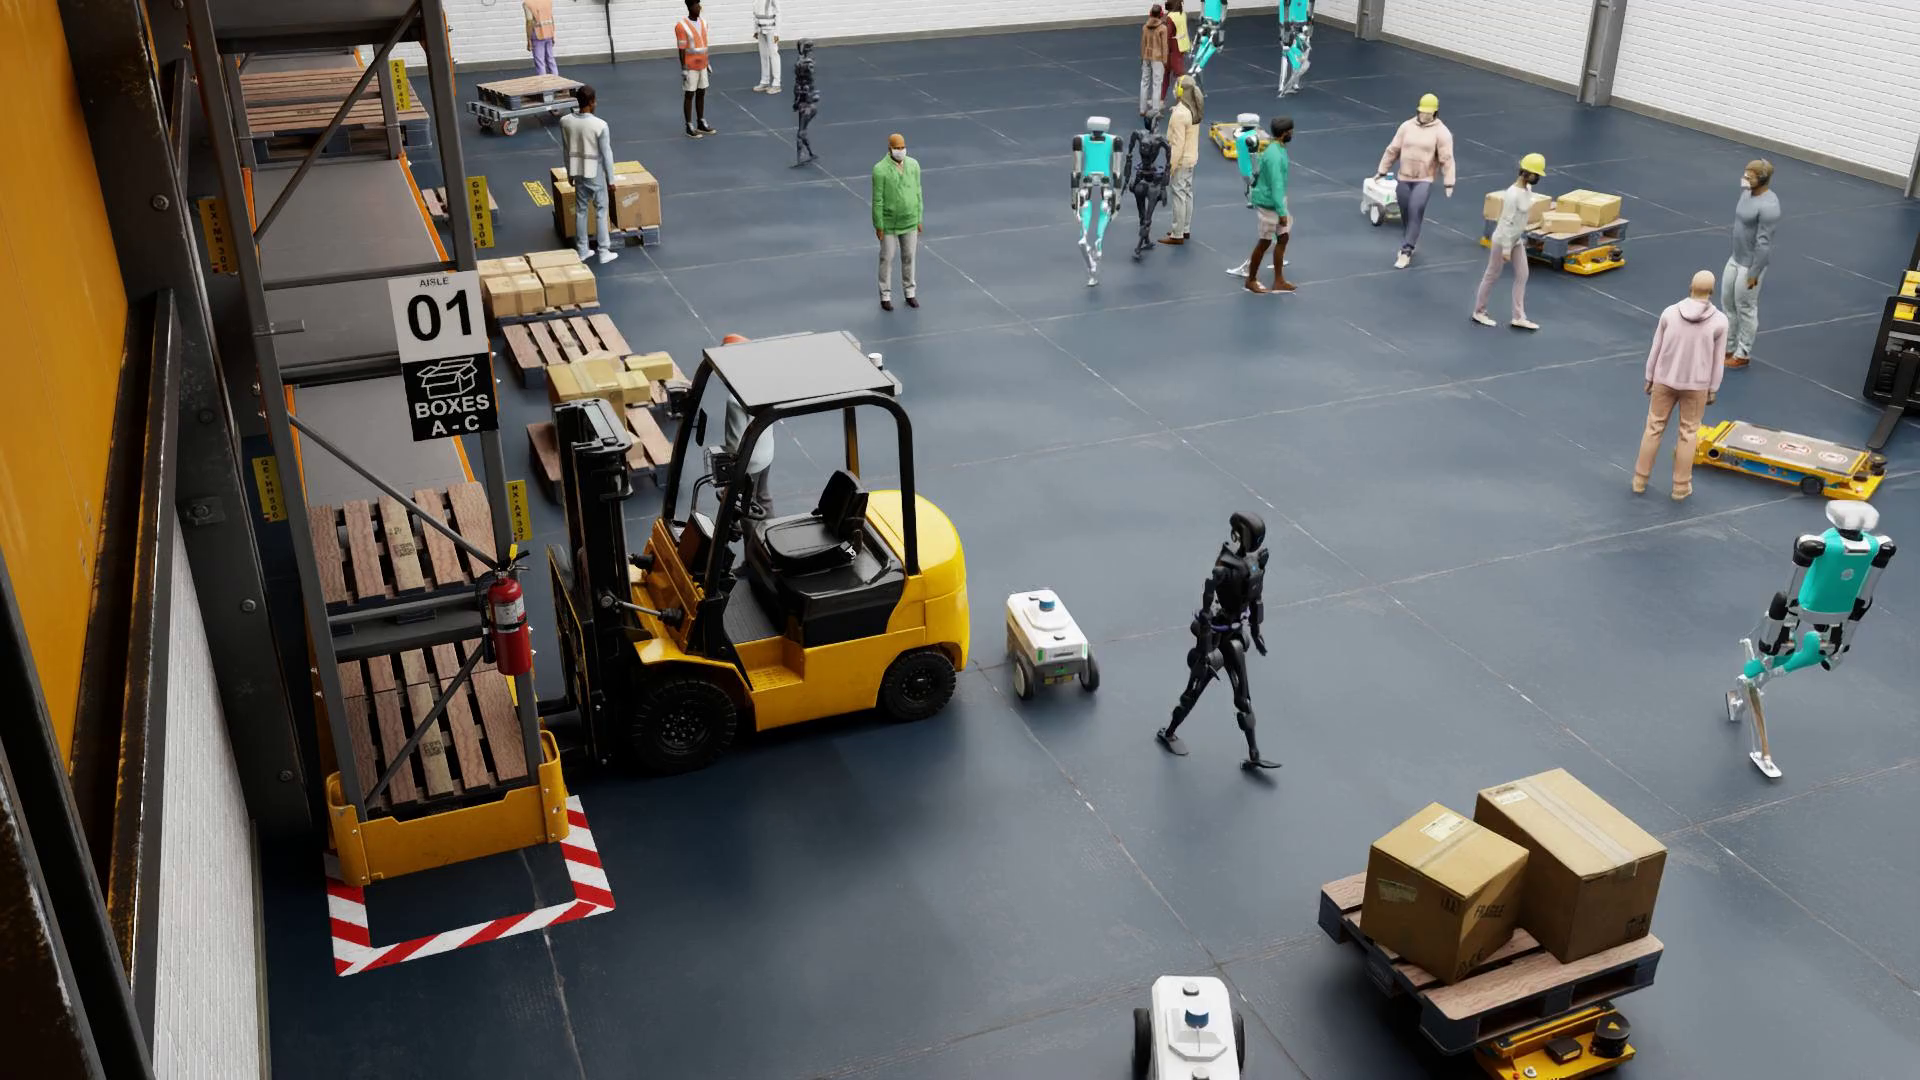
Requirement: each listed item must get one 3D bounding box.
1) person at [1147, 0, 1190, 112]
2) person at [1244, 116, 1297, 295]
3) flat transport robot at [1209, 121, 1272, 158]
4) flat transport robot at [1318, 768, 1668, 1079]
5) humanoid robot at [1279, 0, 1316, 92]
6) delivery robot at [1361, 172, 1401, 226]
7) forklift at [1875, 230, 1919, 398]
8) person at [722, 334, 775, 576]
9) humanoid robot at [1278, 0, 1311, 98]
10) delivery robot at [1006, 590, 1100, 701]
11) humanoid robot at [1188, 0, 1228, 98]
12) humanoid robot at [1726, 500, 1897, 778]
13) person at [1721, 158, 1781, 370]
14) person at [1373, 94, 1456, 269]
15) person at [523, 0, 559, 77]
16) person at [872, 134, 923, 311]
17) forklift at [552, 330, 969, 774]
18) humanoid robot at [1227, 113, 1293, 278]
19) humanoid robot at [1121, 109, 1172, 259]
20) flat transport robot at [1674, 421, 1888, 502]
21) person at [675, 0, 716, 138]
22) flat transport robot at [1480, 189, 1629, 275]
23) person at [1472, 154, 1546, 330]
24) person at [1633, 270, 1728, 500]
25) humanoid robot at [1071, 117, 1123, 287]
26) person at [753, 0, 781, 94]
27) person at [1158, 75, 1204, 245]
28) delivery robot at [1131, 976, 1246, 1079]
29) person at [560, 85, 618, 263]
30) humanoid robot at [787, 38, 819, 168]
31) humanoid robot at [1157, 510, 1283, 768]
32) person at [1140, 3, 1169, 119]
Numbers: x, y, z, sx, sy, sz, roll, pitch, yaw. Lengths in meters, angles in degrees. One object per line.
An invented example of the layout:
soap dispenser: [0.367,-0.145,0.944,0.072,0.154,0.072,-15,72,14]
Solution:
person: [3.122,-7.300,24.866,0.818,1.736,0.508,11,29,21]
person: [3.231,-3.405,17.025,0.550,1.827,0.596,8,28,15]
flat transport robot: [3.896,-5.527,22.982,0.659,0.231,1.431,-1,27,-2]
flat transport robot: [2.460,2.040,7.930,0.659,0.231,1.431,-11,29,-21]
humanoid robot: [5.240,-7.939,26.099,0.538,1.743,0.762,1,27,2]
delivery robot: [5.066,-4.051,19.725,0.499,0.592,0.792,-5,27,-10]
forklift: [9.029,-2.397,14.618,1.214,2.155,2.313,18,32,32]
person: [-1.479,-0.588,11.521,0.350,1.739,0.568,8,28,15]
humanoid robot: [5.230,-7.725,25.733,0.696,1.805,0.551,3,27,5]
delivery robot: [0.548,0.646,10.407,0.499,0.614,0.791,-7,28,-13]
humanoid robot: [3.733,-7.660,25.612,0.670,1.818,0.539,-21,33,-35]
humanoid robot: [4.673,0.468,9.456,0.558,1.800,0.935,-2,27,-4]
person: [7.153,-2.512,15.146,0.398,1.923,0.636,2,27,4]
person: [4.918,-3.904,18.016,0.823,1.835,0.621,20,33,34]
person: [-6.423,-7.701,25.562,0.378,1.836,0.564,16,31,28]
person: [-0.628,-3.180,16.644,0.534,1.778,0.390,-13,29,-24]
forklift: [-1.094,0.010,9.831,2.313,2.155,1.214,-10,28,-20]
humanoid robot: [3.303,-3.631,17.583,0.925,1.752,0.545,-5,27,-9]
humanoid robot: [2.033,-3.919,18.234,0.600,1.623,0.688,17,31,29]
flat transport robot: [6.552,-0.651,13.282,1.431,0.231,0.659,20,33,34]
person: [-3.716,-6.679,23.385,0.374,1.966,0.604,17,31,30]
flat transport robot: [6.569,-3.243,18.438,0.659,0.231,1.431,-17,32,-31]
person: [5.379,-2.859,16.037,0.750,1.718,0.563,20,33,34]
person: [5.478,-1.172,12.641,0.543,1.776,0.404,15,30,27]
humanoid robot: [1.403,-3.439,17.199,0.535,1.720,1.049,2,27,4]
person: [-3.027,-7.965,26.036,0.572,1.881,0.358,24,35,39]
person: [2.503,-4.261,18.678,0.409,1.877,0.556,13,29,24]
delivery robot: [1.011,2.241,7.224,0.499,0.606,0.790,1,27,2]
person: [-4.016,-3.944,18.013,0.599,1.904,0.394,10,28,19]
humanoid robot: [-2.119,-5.765,21.890,0.556,1.636,0.596,-12,29,-23]
humanoid robot: [1.500,0.559,9.357,0.795,1.617,0.599,24,35,39]
person: [2.839,-7.025,24.427,0.463,1.648,0.326,21,33,35]
